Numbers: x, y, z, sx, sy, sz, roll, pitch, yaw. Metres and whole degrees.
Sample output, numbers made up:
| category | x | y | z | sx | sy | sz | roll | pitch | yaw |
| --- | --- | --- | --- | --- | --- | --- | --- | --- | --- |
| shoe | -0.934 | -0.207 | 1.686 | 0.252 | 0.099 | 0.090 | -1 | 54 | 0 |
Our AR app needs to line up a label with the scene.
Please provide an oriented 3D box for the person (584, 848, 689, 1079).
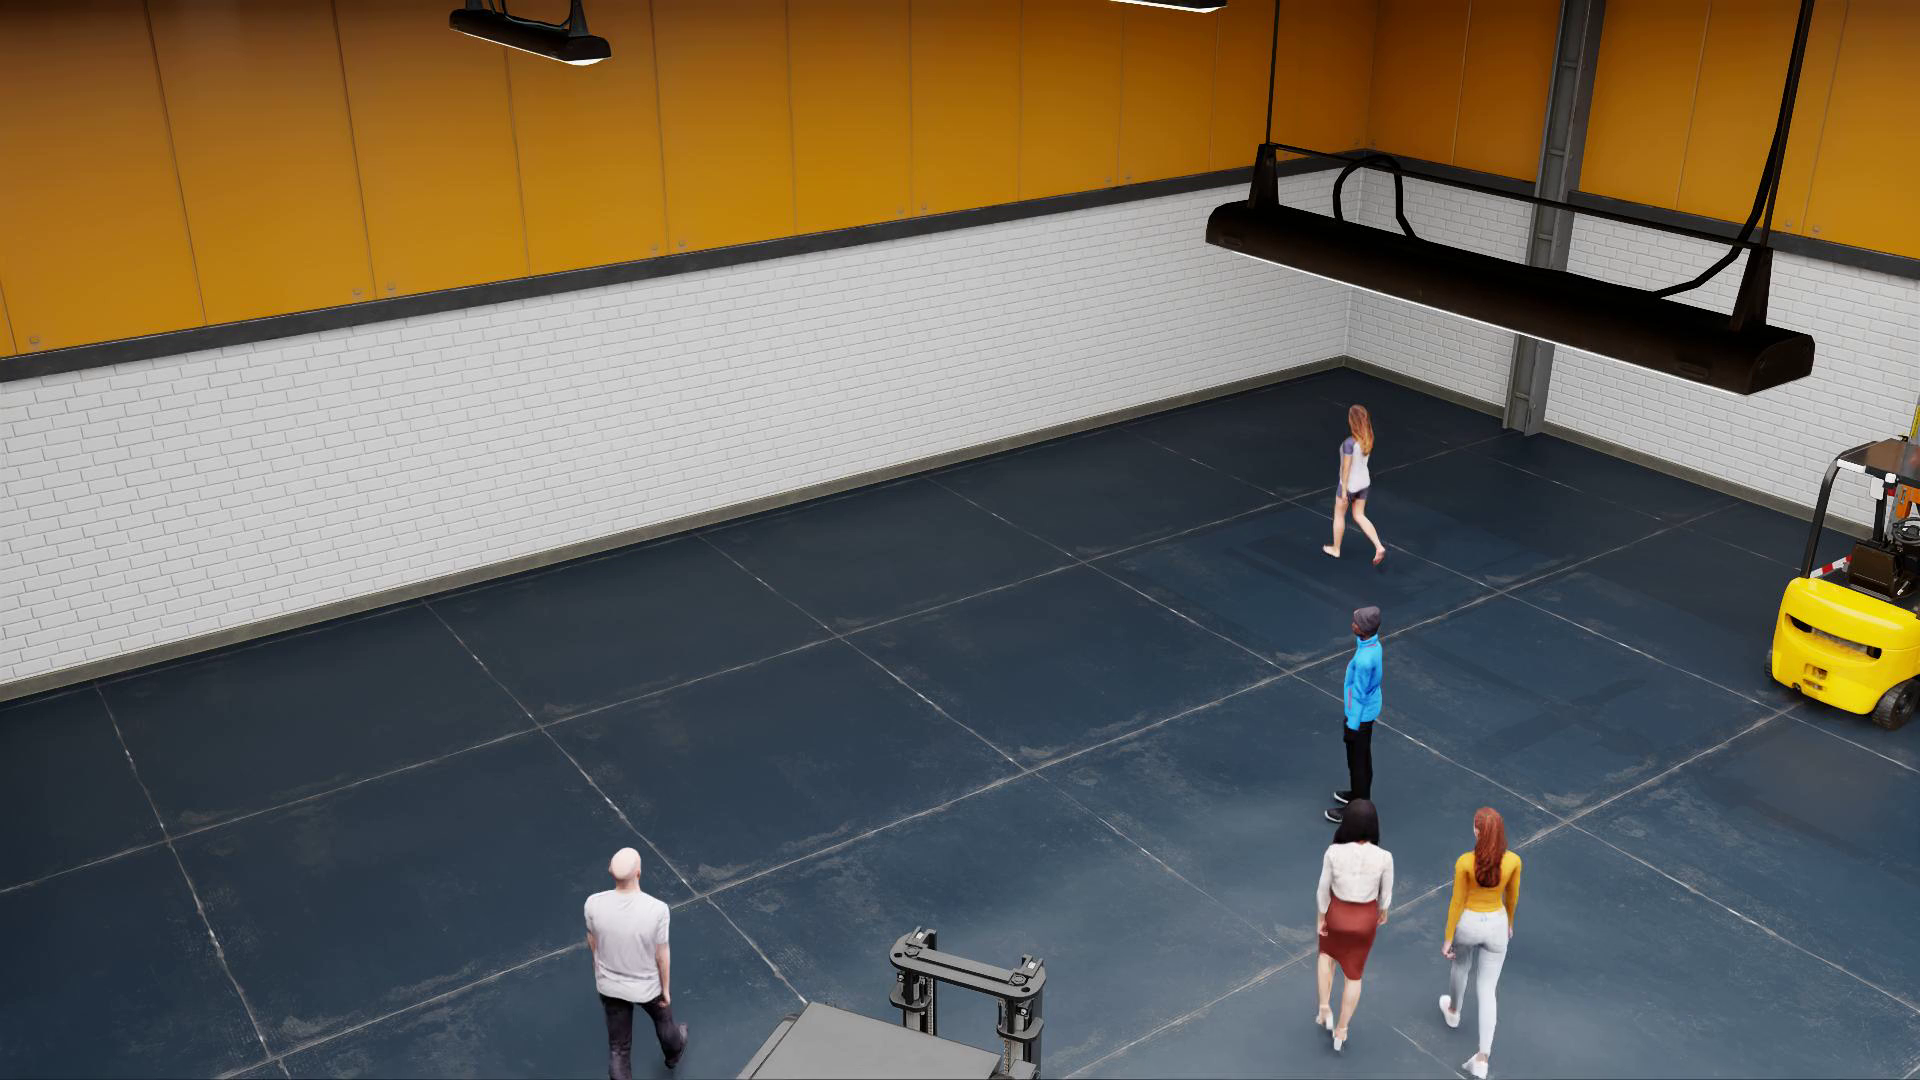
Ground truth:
| category | x | y | z | sx | sy | sz | roll | pitch | yaw |
| --- | --- | --- | --- | --- | --- | --- | --- | --- | --- |
| person | -1.938 | 2.662 | 9.685 | 1.105 | 1.796 | 1.228 | 1 | 24 | 2 |

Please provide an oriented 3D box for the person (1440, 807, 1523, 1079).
| category | x | y | z | sx | sy | sz | roll | pitch | yaw |
| --- | --- | --- | --- | --- | --- | --- | --- | --- | --- |
| person | 3.217 | 2.481 | 10.200 | 1.077 | 1.715 | 1.205 | 0 | 24 | 1 |

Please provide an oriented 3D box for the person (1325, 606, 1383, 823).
| category | x | y | z | sx | sy | sz | roll | pitch | yaw |
| --- | --- | --- | --- | --- | --- | --- | --- | --- | --- |
| person | 3.087 | 1.329 | 12.734 | 0.709 | 1.796 | 0.687 | 9 | 25 | 20 |

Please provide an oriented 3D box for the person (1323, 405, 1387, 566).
| category | x | y | z | sx | sy | sz | roll | pitch | yaw |
| --- | --- | --- | --- | --- | --- | --- | --- | --- | --- |
| person | 4.125 | -0.542 | 17.119 | 0.586 | 1.711 | 0.968 | -16 | 28 | -32 |

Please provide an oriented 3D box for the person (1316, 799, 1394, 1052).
| category | x | y | z | sx | sy | sz | roll | pitch | yaw |
| --- | --- | --- | --- | --- | --- | --- | --- | --- | --- |
| person | 2.419 | 2.434 | 10.280 | 0.725 | 1.738 | 0.790 | 5 | 24 | 10 |
